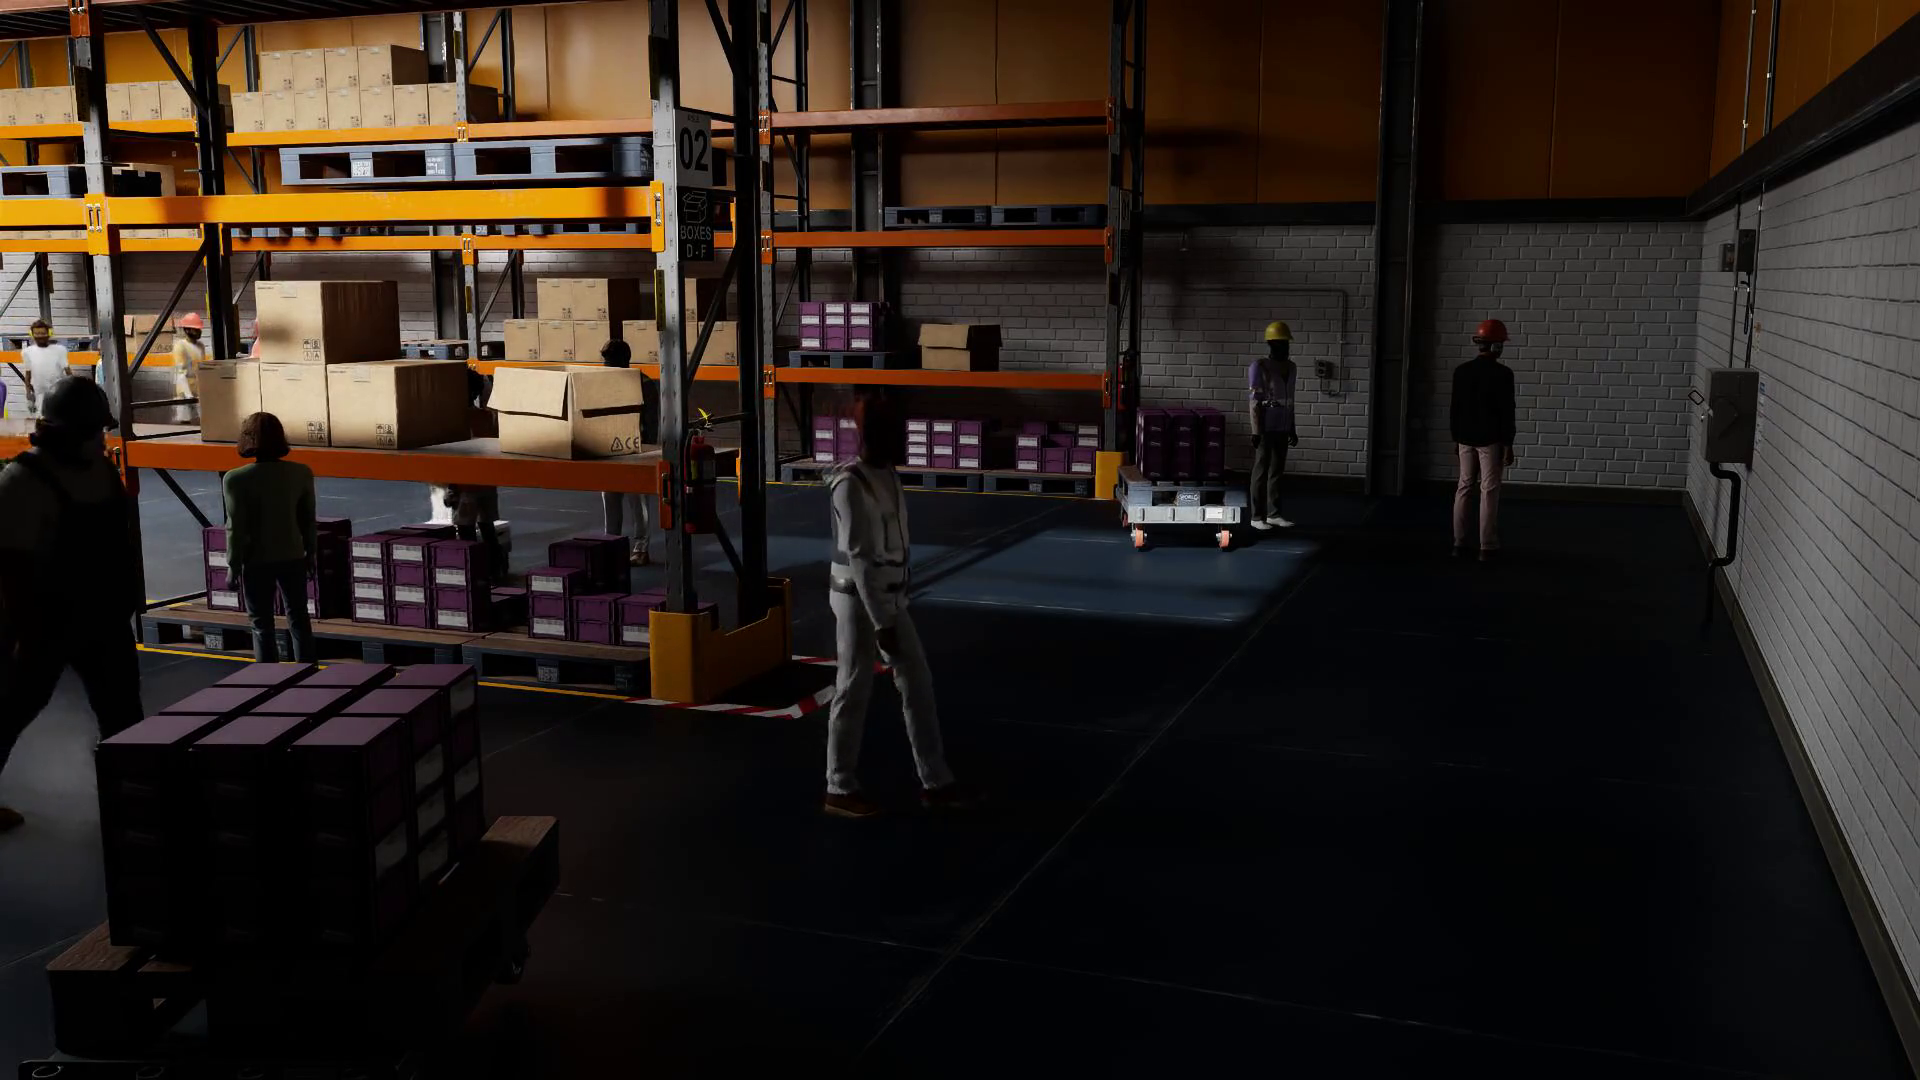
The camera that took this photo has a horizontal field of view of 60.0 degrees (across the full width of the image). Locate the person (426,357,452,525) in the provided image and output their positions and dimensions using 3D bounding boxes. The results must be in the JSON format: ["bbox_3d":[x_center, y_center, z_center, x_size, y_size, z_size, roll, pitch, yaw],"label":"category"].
[{"bbox_3d":[-4.867,-0.897,15.471,0.347,1.611,0.572,-6,11,-32],"label":"person"}]

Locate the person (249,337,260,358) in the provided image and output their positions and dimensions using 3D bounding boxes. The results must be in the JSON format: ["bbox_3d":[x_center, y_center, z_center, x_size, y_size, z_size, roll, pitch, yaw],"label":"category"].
[{"bbox_3d":[-4.898,-0.510,11.987,0.551,1.935,0.375,6,11,34],"label":"person"}]

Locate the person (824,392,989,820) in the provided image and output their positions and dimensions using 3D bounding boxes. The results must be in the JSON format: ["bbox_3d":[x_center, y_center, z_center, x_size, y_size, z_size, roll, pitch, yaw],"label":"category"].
[{"bbox_3d":[-0.249,0.312,7.107,0.785,1.855,0.588,4,10,22],"label":"person"}]

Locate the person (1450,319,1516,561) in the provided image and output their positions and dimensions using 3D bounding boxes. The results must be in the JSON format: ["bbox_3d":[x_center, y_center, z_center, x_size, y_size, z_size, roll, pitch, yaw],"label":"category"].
[{"bbox_3d":[4.351,-0.826,13.789,0.394,1.992,0.622,-6,11,-32],"label":"person"}]

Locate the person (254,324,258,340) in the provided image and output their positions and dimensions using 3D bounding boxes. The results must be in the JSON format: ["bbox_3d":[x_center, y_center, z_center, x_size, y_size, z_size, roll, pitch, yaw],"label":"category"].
[{"bbox_3d":[-5.916,-0.936,14.376,0.555,2.026,0.635,7,11,37],"label":"person"}]

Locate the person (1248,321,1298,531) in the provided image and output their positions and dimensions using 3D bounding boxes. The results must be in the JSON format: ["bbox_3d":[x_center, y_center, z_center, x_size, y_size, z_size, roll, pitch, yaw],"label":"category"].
[{"bbox_3d":[2.922,-1.060,15.459,0.588,1.930,0.363,-7,12,-38],"label":"person"}]

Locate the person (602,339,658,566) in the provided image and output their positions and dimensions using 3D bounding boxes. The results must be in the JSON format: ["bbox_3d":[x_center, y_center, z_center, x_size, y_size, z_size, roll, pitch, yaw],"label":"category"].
[{"bbox_3d":[-2.753,-0.703,13.497,0.631,1.842,0.428,4,10,24],"label":"person"}]

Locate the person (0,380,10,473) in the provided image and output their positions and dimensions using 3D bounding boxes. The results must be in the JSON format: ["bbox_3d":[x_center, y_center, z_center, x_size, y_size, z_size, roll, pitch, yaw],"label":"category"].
[{"bbox_3d":[-7.814,-0.664,13.236,0.380,1.844,0.570,3,10,20],"label":"person"}]

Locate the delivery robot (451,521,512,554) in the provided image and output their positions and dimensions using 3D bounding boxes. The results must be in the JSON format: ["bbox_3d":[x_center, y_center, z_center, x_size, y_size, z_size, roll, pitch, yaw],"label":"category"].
[{"bbox_3d":[-3.761,-0.005,12.846,0.477,0.478,0.707,2,9,13],"label":"delivery robot"}]

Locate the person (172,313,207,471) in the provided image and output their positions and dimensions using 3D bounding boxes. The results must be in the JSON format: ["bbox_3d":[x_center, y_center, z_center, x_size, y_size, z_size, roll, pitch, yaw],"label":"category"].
[{"bbox_3d":[-9.104,-1.759,19.937,0.912,1.897,0.568,2,9,12],"label":"person"}]

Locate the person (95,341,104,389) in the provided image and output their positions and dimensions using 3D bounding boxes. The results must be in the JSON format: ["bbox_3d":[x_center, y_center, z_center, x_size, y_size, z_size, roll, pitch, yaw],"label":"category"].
[{"bbox_3d":[-9.962,-1.557,19.500,0.310,1.636,0.523,-3,10,-19],"label":"person"}]

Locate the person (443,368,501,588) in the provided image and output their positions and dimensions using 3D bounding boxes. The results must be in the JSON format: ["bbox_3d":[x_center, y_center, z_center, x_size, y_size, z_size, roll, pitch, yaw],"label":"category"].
[{"bbox_3d":[-3.512,-0.384,11.948,0.316,1.695,0.542,4,10,21],"label":"person"}]

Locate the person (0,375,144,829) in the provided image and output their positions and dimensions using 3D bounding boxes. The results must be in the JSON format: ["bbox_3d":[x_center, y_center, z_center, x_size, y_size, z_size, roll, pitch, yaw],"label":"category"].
[{"bbox_3d":[-3.825,0.237,6.970,1.033,2.000,0.720,2,9,13],"label":"person"}]

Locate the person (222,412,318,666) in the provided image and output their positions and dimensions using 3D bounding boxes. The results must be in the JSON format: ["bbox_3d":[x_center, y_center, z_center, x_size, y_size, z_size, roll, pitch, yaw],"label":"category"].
[{"bbox_3d":[-3.678,0.133,8.898,0.272,1.632,0.507,8,12,40],"label":"person"}]

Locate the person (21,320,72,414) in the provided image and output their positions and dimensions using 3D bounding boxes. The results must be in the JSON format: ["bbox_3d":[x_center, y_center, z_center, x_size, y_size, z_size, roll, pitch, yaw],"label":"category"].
[{"bbox_3d":[-11.016,-1.759,20.167,0.583,1.832,0.864,-5,10,-30],"label":"person"}]
